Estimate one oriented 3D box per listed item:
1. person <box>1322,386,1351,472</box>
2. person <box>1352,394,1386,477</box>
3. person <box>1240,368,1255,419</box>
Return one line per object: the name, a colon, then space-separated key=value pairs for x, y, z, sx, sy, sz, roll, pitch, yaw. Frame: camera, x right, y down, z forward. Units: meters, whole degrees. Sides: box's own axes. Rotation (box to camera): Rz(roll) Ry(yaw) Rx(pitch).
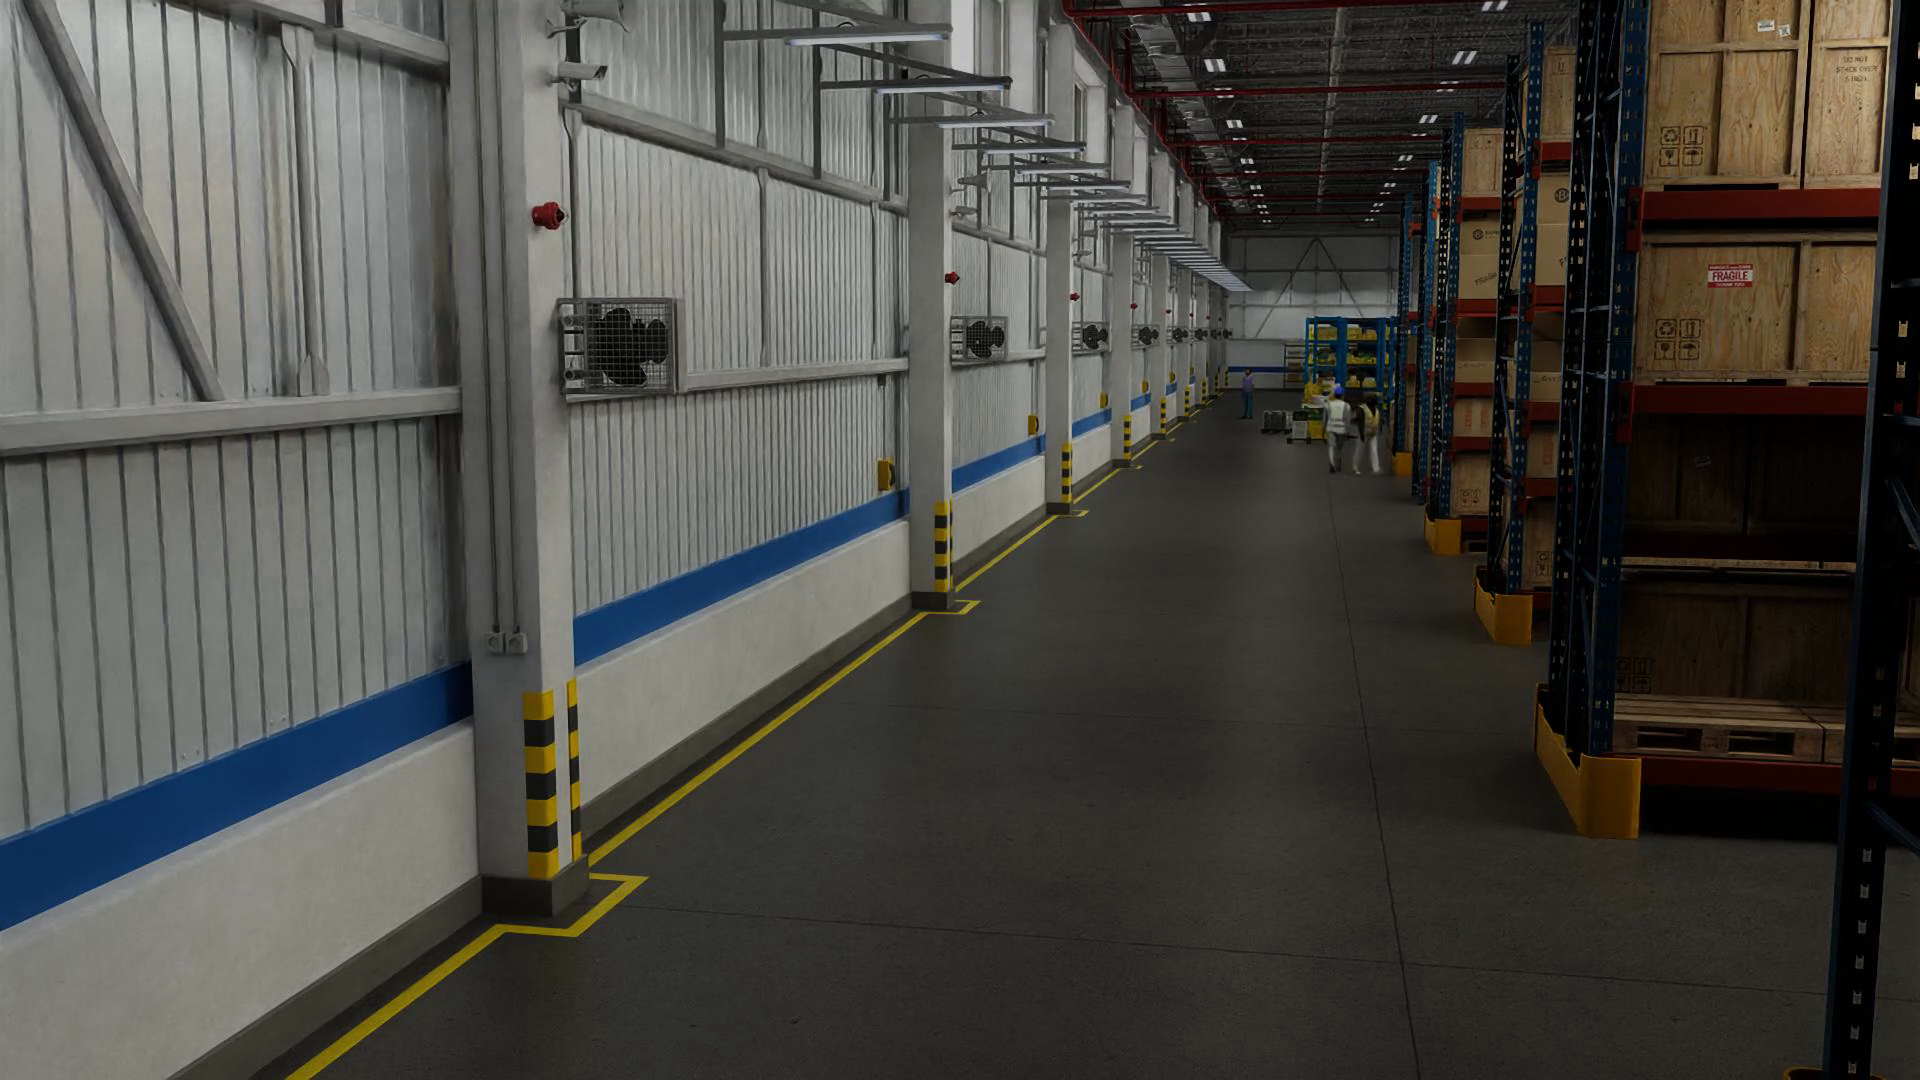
person: x=8.301 y=-2.430 z=36.712 sx=0.636 sy=1.918 sz=0.811 roll=2 pitch=7 yaw=15
person: x=8.752 y=-2.229 z=35.628 sx=0.649 sy=1.784 sz=0.962 roll=-4 pitch=8 yaw=-29
person: x=10.282 y=-5.230 z=59.366 sx=0.382 sy=1.846 sz=0.571 roll=-4 pitch=8 yaw=-31
